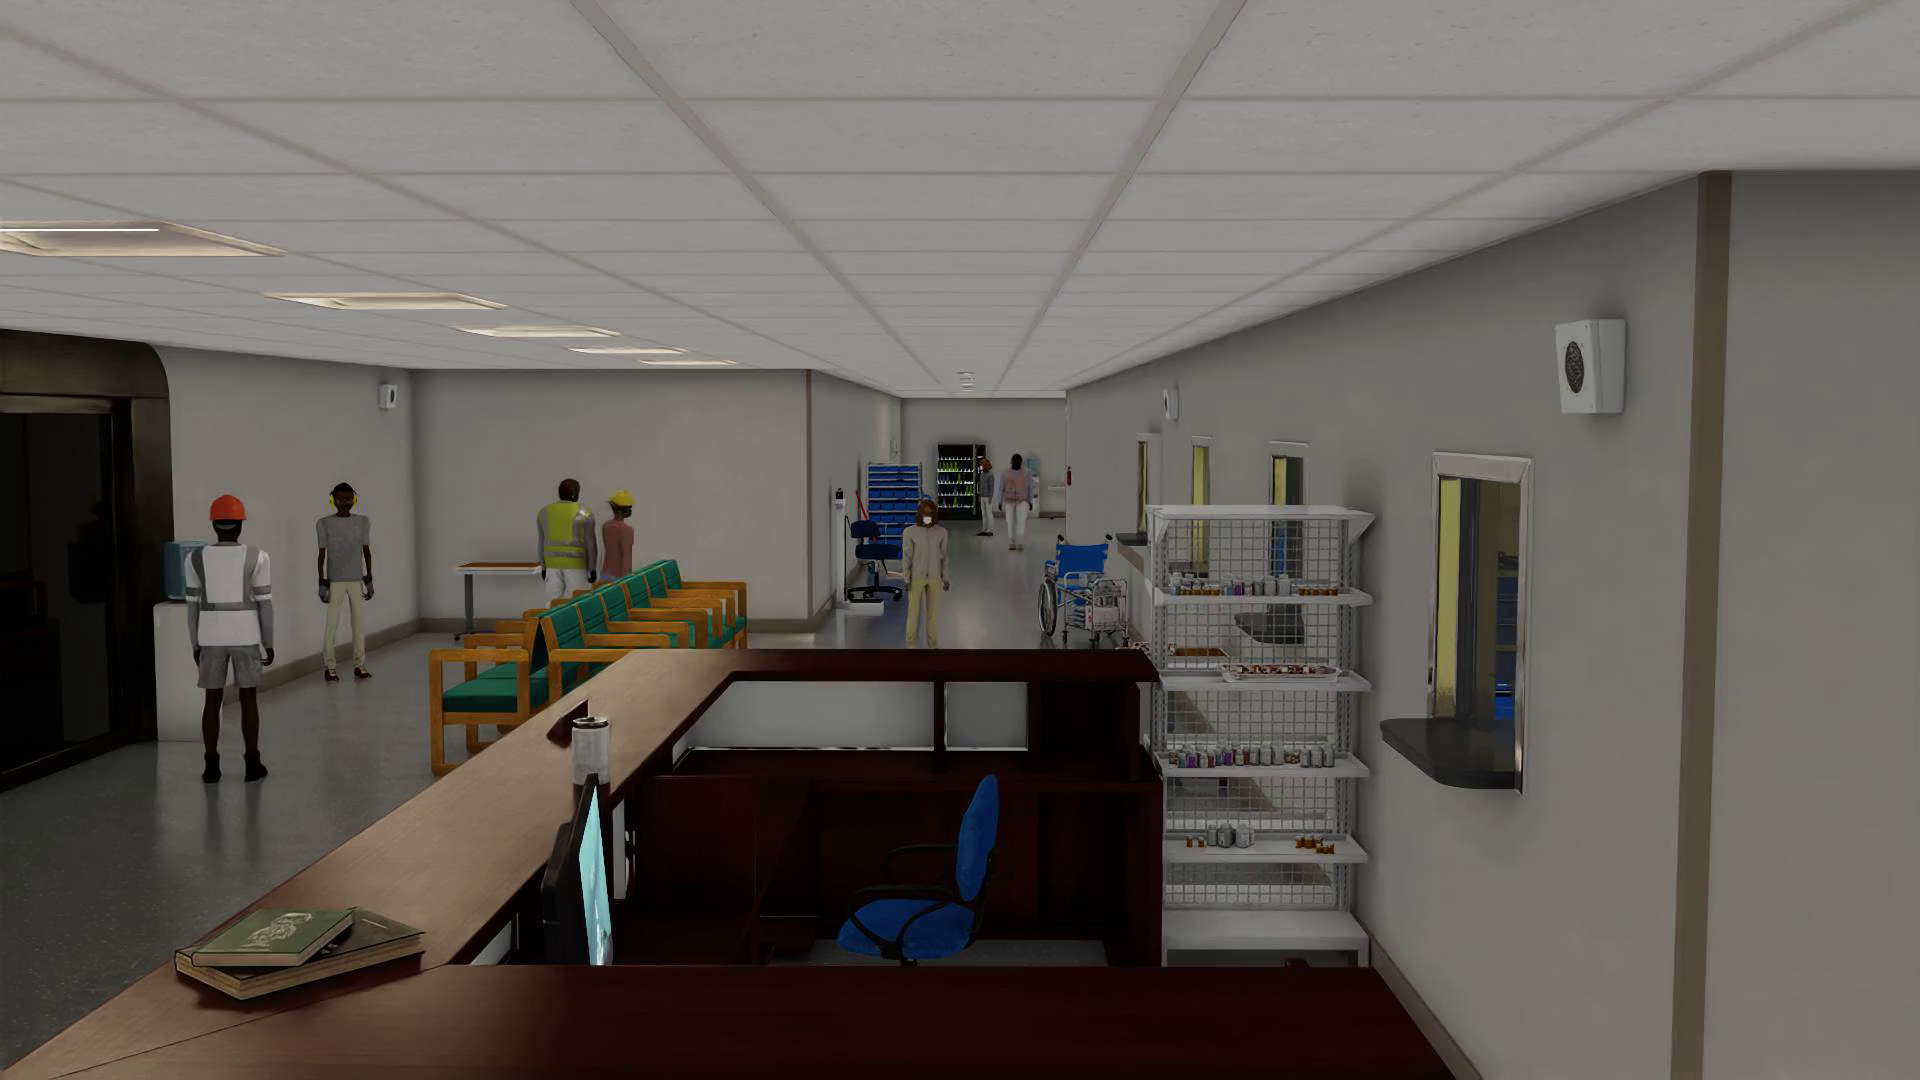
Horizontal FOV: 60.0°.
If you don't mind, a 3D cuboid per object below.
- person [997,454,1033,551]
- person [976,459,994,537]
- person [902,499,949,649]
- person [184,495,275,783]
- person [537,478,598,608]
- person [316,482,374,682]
[{"bbox_3d":[1.021,-0.696,31.014,0.665,1.812,0.710,1,4,7],"label":"person"},{"bbox_3d":[0.541,-0.882,34.863,0.278,1.634,0.498,-2,5,-29],"label":"person"},{"bbox_3d":[-0.348,0.401,16.878,0.498,1.633,0.278,-2,4,-23],"label":"person"},{"bbox_3d":[-4.906,0.660,11.204,0.547,1.930,0.387,-1,4,-12],"label":"person"},{"bbox_3d":[-4.067,0.278,17.268,0.628,1.833,0.434,1,4,10],"label":"person"},{"bbox_3d":[-5.735,0.389,15.526,0.503,1.861,0.326,-3,5,-35],"label":"person"}]
